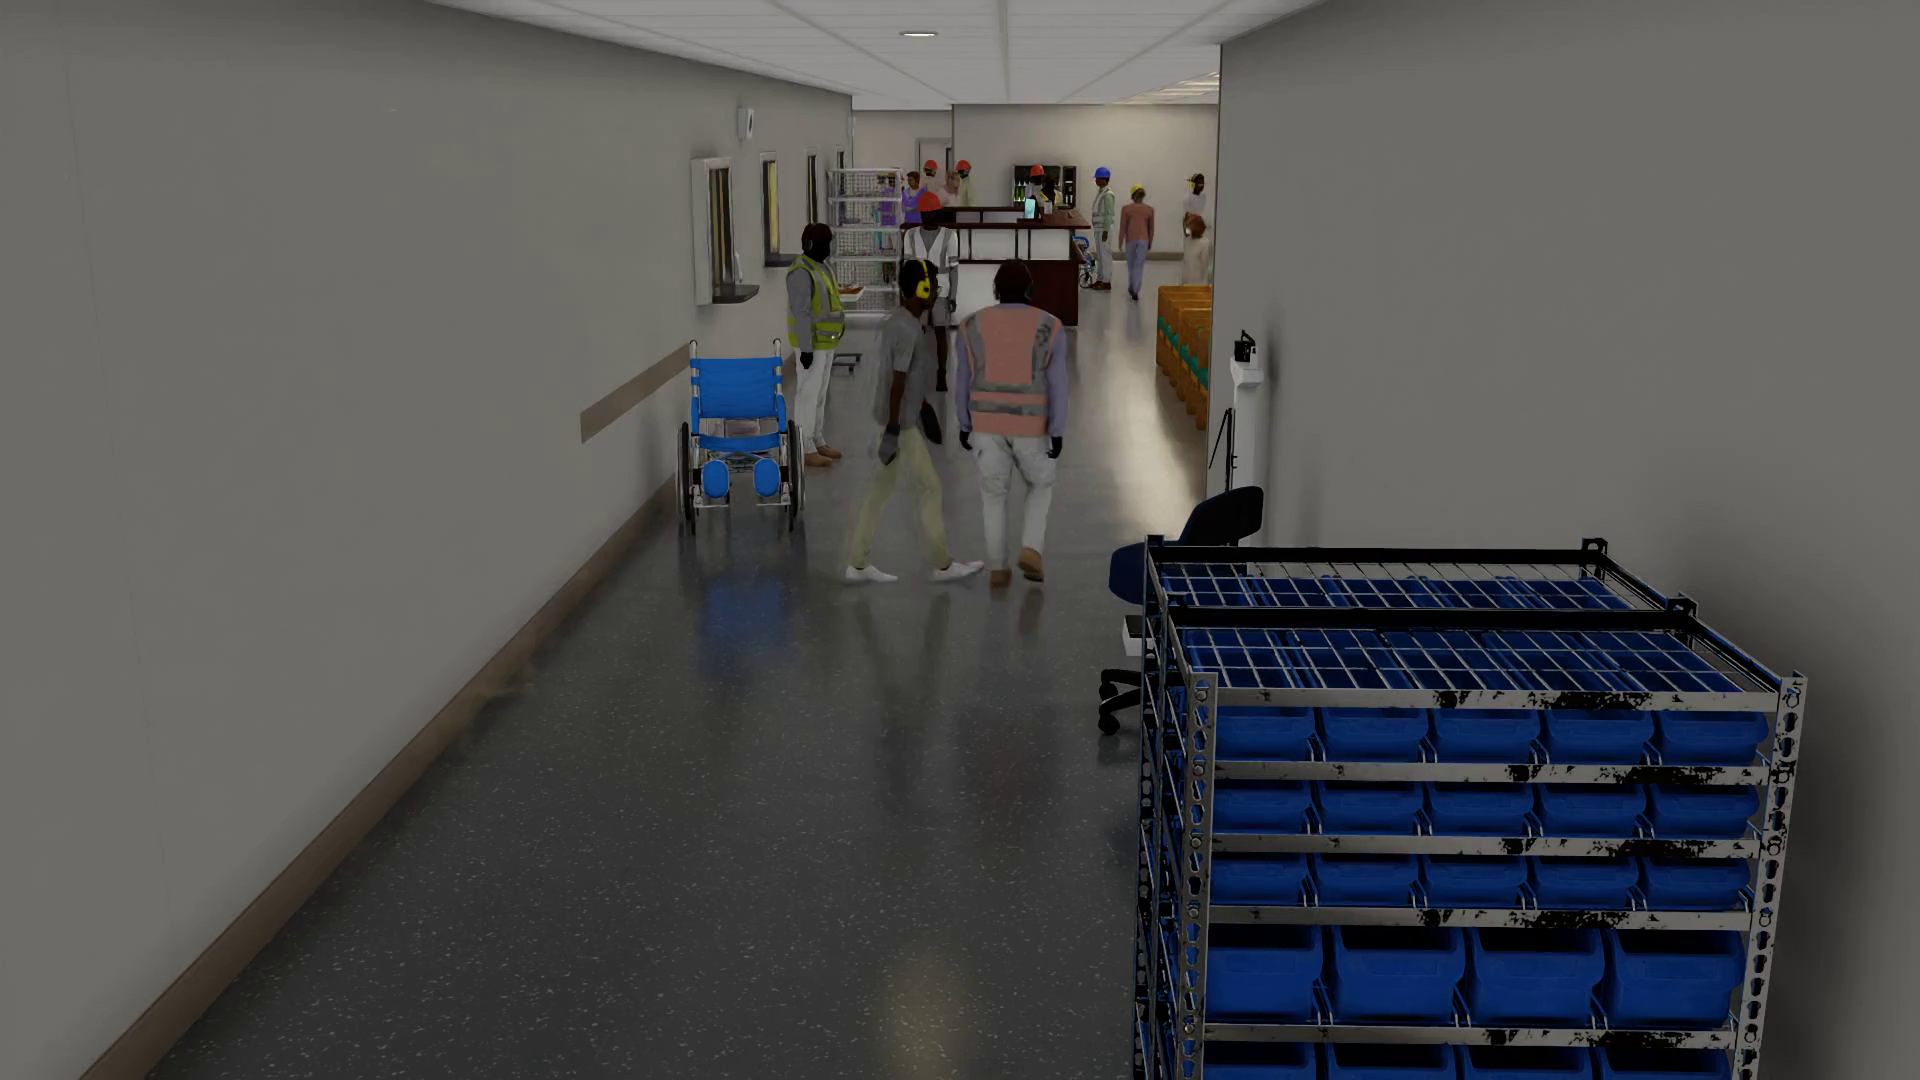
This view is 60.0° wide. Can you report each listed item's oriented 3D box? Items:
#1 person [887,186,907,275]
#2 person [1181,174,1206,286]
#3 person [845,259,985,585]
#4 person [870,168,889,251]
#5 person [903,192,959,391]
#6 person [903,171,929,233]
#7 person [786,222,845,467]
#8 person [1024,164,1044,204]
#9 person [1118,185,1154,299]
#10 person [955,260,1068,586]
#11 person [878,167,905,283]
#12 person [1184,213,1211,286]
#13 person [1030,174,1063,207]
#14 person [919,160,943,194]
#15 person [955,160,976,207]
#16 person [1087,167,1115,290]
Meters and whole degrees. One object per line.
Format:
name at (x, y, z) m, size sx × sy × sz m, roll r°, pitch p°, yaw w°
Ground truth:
person at (-1.121, -5.588, 29.329) m, size 0.508 × 1.838 × 0.342 m, roll -4°, pitch 14°, yaw -17°
person at (3.782, -4.830, 26.232) m, size 0.574 × 1.840 × 0.760 m, roll -12°, pitch 18°, yaw -40°
person at (-0.251, -0.642, 9.289) m, size 0.875 × 1.815 × 0.508 m, roll -4°, pitch 14°, yaw -16°
person at (-1.591, -6.939, 35.021) m, size 0.536 × 1.724 × 0.872 m, roll -5°, pitch 15°, yaw -19°
person at (-0.290, -2.417, 16.249) m, size 0.547 × 1.939 × 0.376 m, roll 2°, pitch 14°, yaw 10°
person at (-0.754, -5.384, 28.502) m, size 0.564 × 1.837 × 0.388 m, roll 11°, pitch 18°, yaw 37°
person at (-1.092, -1.493, 12.706) m, size 0.428 × 1.838 × 0.634 m, roll 3°, pitch 14°, yaw 10°
person at (1.373, -5.714, 29.658) m, size 0.549 × 1.928 × 0.389 m, roll 9°, pitch 16°, yaw 32°
person at (2.677, -4.537, 25.328) m, size 0.533 × 1.697 × 0.893 m, roll 2°, pitch 14°, yaw 6°
person at (0.284, -0.630, 9.241) m, size 0.634 × 1.823 × 0.430 m, roll 2°, pitch 14°, yaw 8°
person at (-1.079, -5.061, 26.994) m, size 0.547 × 1.930 × 0.384 m, roll 13°, pitch 19°, yaw 43°
person at (2.766, -2.927, 18.993) m, size 0.502 × 1.611 × 0.512 m, roll -6°, pitch 15°, yaw -22°
person at (1.415, -4.985, 26.898) m, size 0.631 × 1.835 × 0.429 m, roll -7°, pitch 16°, yaw -28°
person at (-0.546, -5.933, 30.400) m, size 0.623 × 1.992 × 0.392 m, roll 7°, pitch 15°, yaw 26°
person at (0.094, -6.036, 30.844) m, size 0.407 × 1.987 × 0.626 m, roll -3°, pitch 14°, yaw -13°
person at (2.291, -4.996, 26.694) m, size 0.387 × 1.948 × 0.605 m, roll -3°, pitch 14°, yaw -11°
